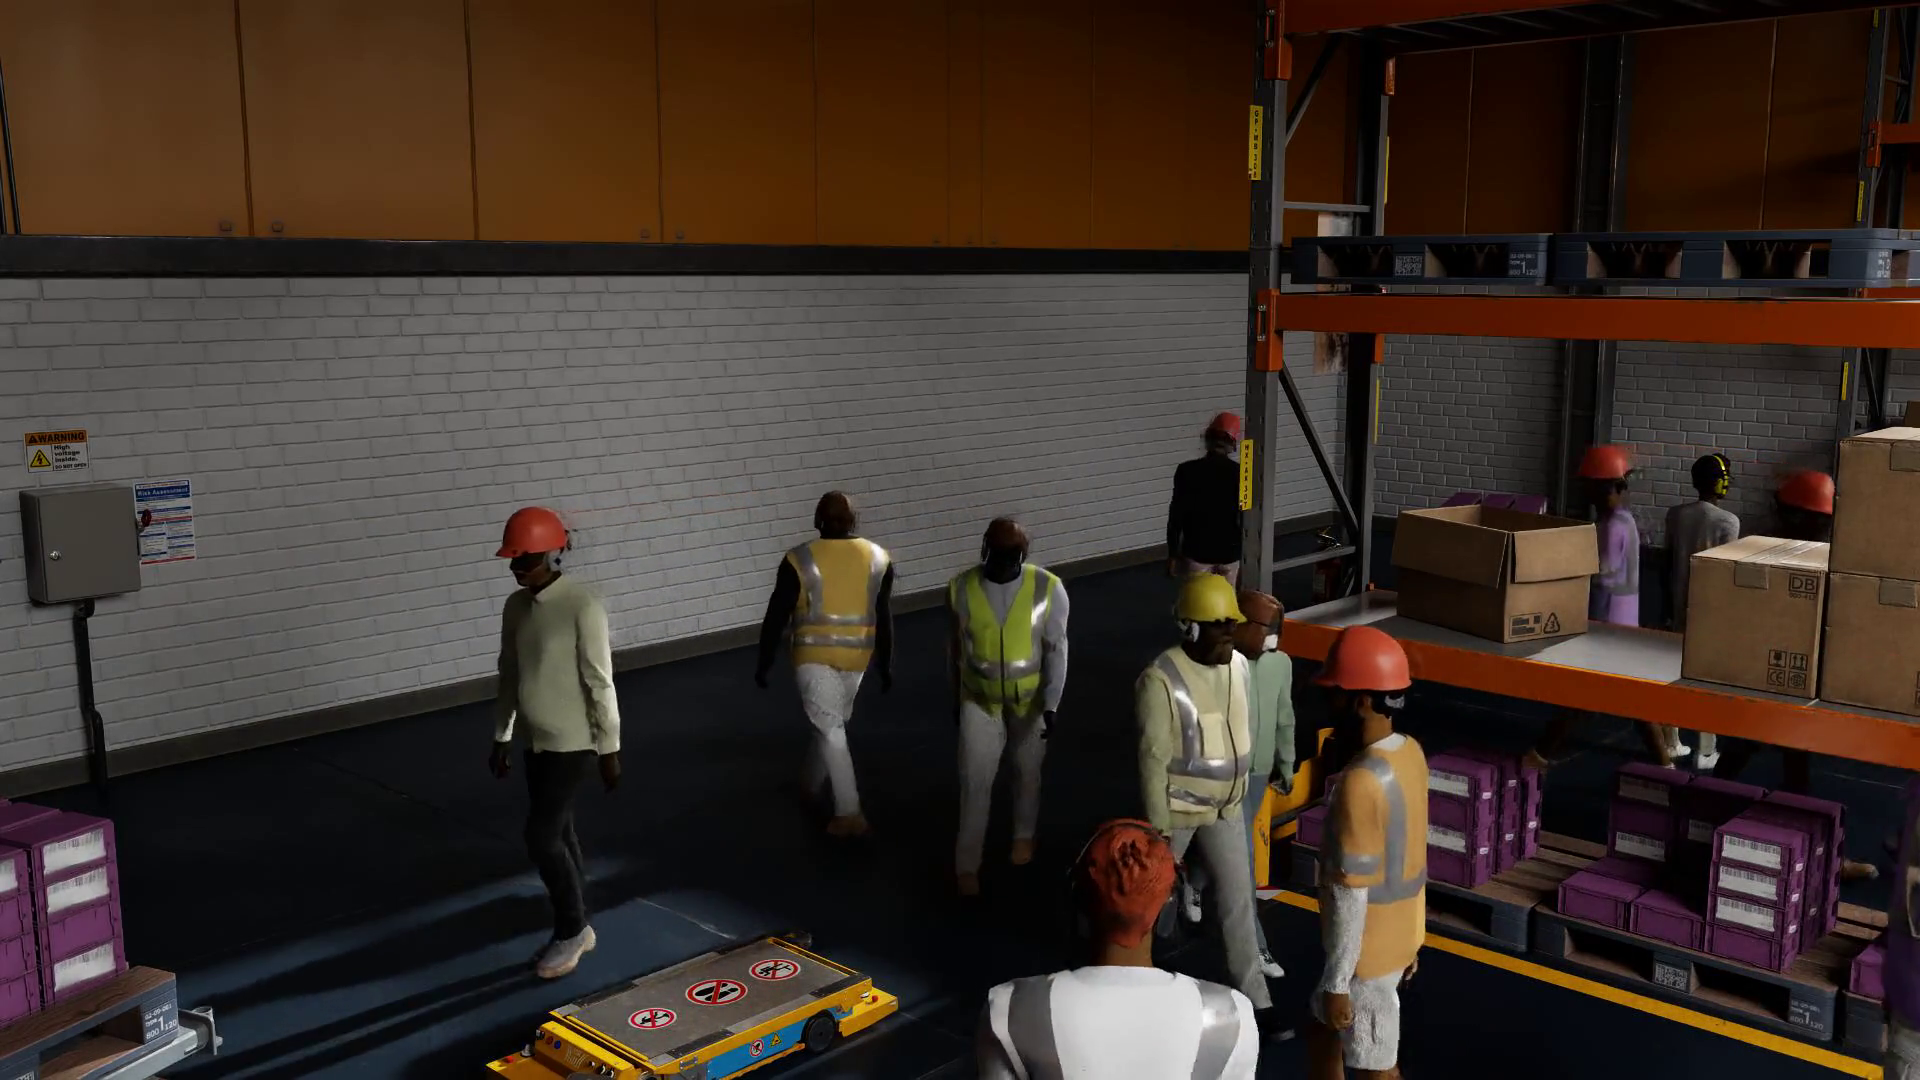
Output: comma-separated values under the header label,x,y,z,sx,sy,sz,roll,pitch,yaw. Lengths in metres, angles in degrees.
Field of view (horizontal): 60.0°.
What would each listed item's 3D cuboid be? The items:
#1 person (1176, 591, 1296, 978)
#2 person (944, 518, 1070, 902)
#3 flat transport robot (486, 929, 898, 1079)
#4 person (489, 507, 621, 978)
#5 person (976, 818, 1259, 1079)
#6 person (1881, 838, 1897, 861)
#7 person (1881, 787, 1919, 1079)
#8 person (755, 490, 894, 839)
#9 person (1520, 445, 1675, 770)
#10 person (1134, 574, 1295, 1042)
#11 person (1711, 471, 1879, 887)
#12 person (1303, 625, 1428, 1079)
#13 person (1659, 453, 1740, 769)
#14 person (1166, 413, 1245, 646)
label,x,y,z,sx,sy,sz,roll,pitch,yaw
person,1.191,0.988,7.228,0.511,1.601,0.821,-5,11,-30
person,0.215,0.779,7.970,0.610,1.782,0.956,1,9,6
flat transport robot,-0.969,1.810,6.227,0.652,0.197,1.431,9,13,43
person,-1.740,0.843,6.923,0.648,1.973,0.538,8,12,42
person,0.308,1.484,3.346,0.595,1.863,0.540,-1,9,-5
person,4.875,0.836,7.749,0.546,1.714,0.893,-6,11,-31
person,2.692,1.252,4.677,0.878,1.909,0.545,6,11,34
person,-0.691,0.641,8.809,0.713,1.787,0.979,-4,10,-24
person,3.539,0.468,9.215,1.070,1.989,0.626,3,10,18
person,0.911,1.005,6.533,0.615,1.791,0.942,-7,12,-37
person,4.076,0.639,8.221,0.600,1.986,1.063,-7,11,-35
person,1.300,1.203,4.979,0.913,1.907,0.549,5,10,28
person,4.394,0.416,9.883,0.335,1.873,0.519,-5,10,-27
person,1.750,0.119,11.520,0.667,1.962,0.396,-3,10,-16
